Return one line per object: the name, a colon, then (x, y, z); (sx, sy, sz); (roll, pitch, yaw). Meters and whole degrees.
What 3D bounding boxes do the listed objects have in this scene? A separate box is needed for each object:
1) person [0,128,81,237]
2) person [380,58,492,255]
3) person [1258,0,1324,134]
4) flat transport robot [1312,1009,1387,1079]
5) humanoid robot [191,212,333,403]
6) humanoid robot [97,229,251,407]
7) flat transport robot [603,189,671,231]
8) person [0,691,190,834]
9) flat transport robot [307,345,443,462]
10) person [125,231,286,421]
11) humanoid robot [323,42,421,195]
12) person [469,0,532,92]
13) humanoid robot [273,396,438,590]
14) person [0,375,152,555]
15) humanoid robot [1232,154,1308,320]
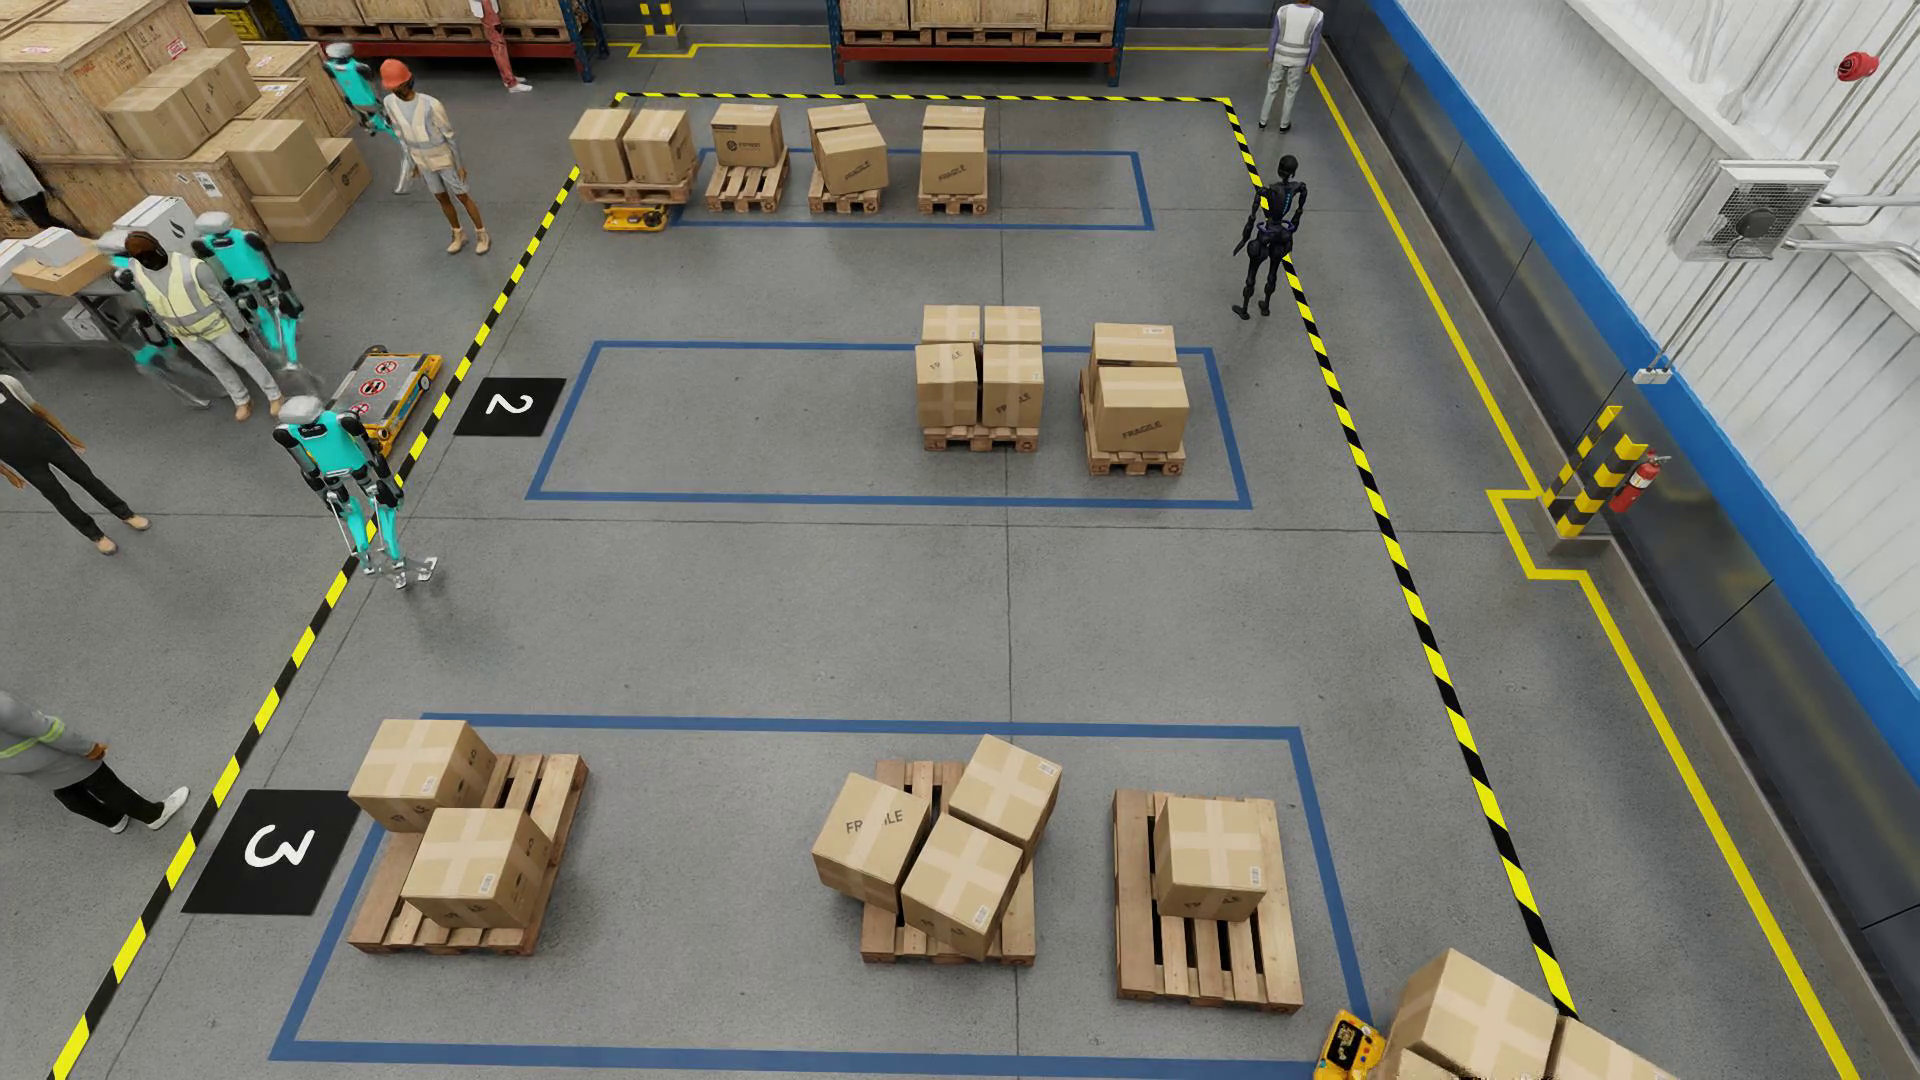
person: (-9.518, -3.518, 9.303); (0.407, 1.856, 0.547); (1, 50, 1)
person: (-5.466, -3.940, 9.539); (0.605, 2.046, 0.366); (3, 50, 2)
person: (4.130, -6.025, 11.437); (0.588, 1.837, 0.404); (18, 52, 15)
flat transport robot: (2.549, 3.130, 4.700); (1.431, 0.197, 0.652); (28, 55, 21)
humanoid robot: (-6.101, -1.892, 8.022); (0.558, 1.763, 0.832); (-8, 50, -7)
humanoid robot: (-7.060, -1.847, 7.965); (0.858, 1.745, 0.547); (-7, 50, -6)
flat transport robot: (-3.714, -4.118, 10.834); (0.652, 0.197, 1.431); (1, 50, 1)
person: (-5.333, 1.201, 5.313); (0.588, 1.852, 0.368); (-2, 50, -2)
flat transport robot: (-5.383, -1.269, 8.441); (0.659, 0.231, 1.431); (1, 50, 1)
person: (-6.492, -1.822, 7.887); (0.632, 1.833, 0.429); (-8, 50, -7)
humanoid robot: (-6.593, -4.884, 10.538); (0.539, 1.721, 1.045); (6, 50, 5)
person: (-6.278, -7.010, 12.221); (0.393, 1.916, 0.591); (-25, 54, -19)
humanoid robot: (-4.268, -0.200, 6.488); (0.533, 1.674, 0.735); (-12, 51, -10)
person: (-6.914, -0.641, 6.876); (0.333, 1.843, 0.516); (21, 53, 17)
humanoid robot: (3.000, -2.925, 8.909); (0.599, 1.657, 0.315); (-8, 50, -7)
